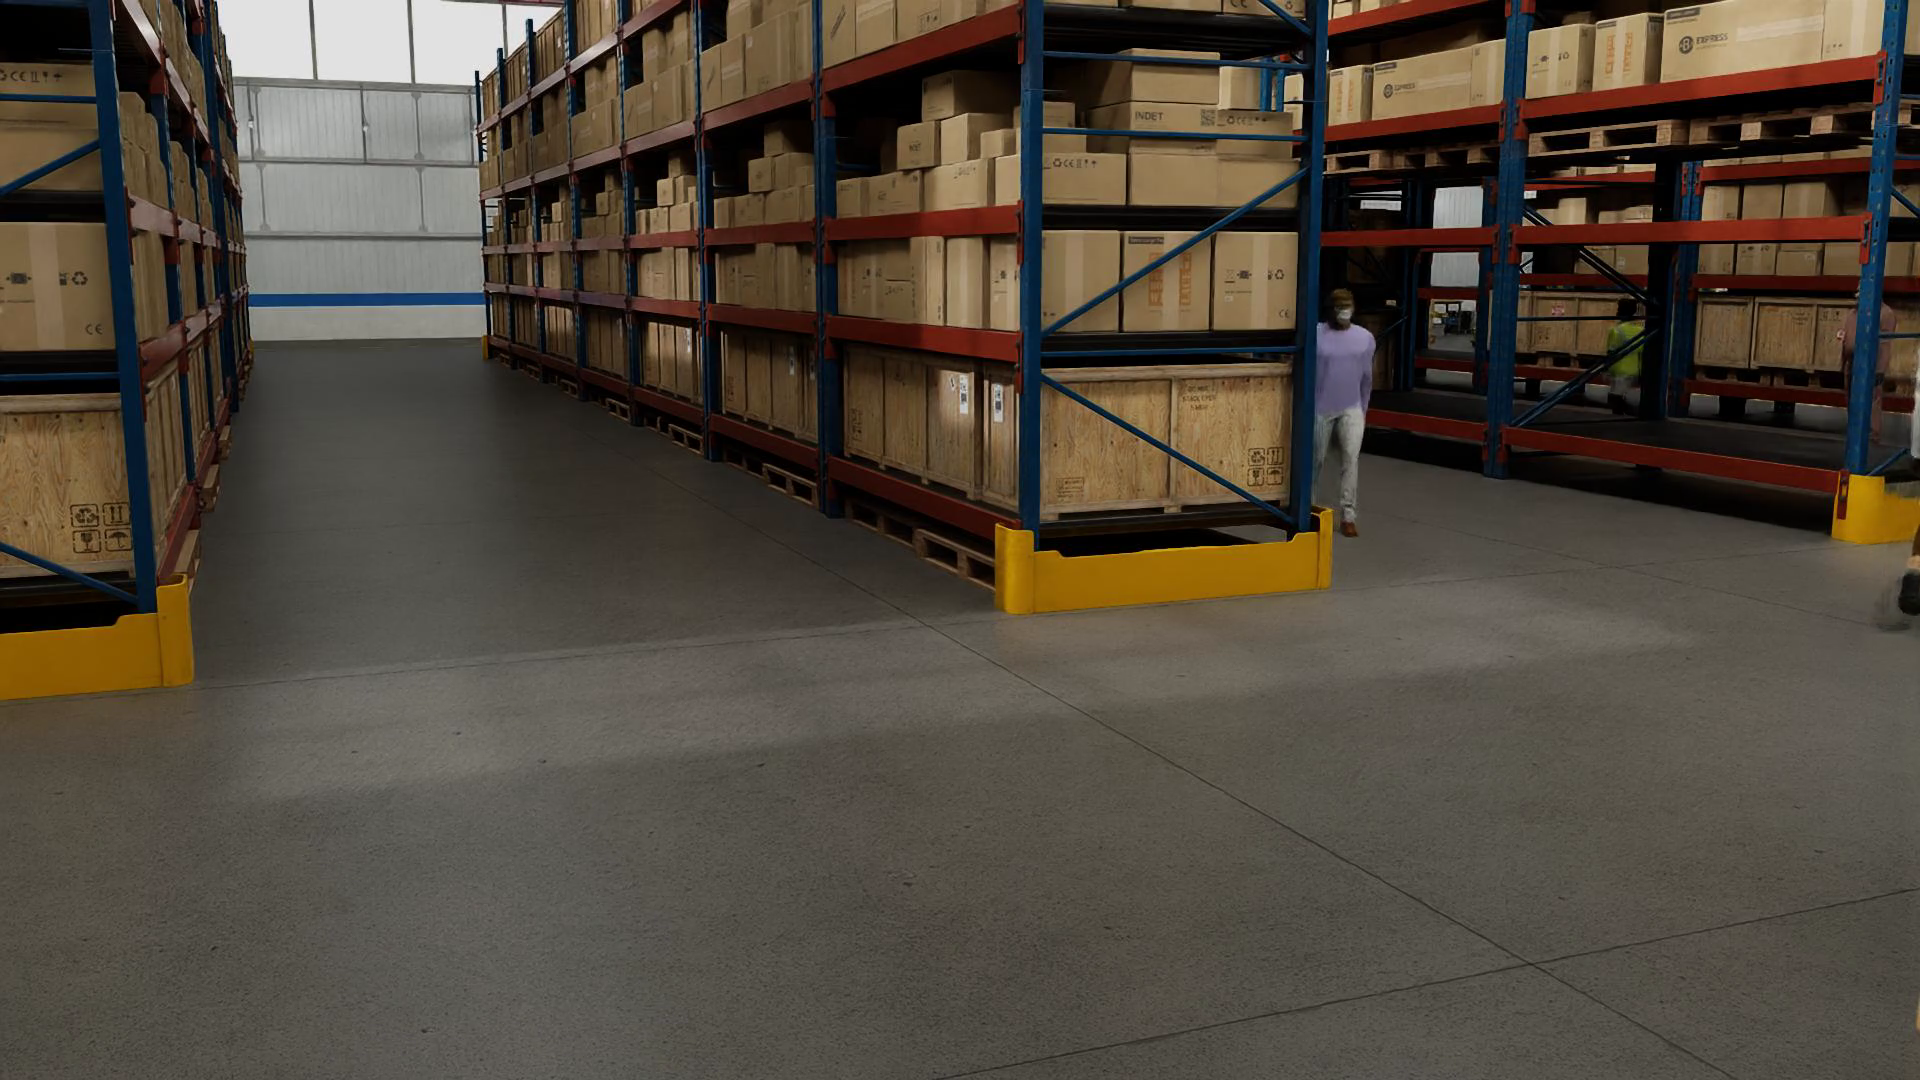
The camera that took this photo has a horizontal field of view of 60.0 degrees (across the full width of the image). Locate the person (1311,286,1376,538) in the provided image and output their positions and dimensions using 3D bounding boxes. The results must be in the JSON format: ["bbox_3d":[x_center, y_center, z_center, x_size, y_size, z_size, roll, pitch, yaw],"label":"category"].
[{"bbox_3d":[2.889,-1.016,12.902,0.635,1.911,0.967,-1,10,-4],"label":"person"}]

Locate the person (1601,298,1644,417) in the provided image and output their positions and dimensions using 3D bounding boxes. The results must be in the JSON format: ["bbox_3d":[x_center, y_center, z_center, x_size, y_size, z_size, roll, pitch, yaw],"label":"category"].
[{"bbox_3d":[7.685,-1.951,19.149,0.532,1.671,0.656,-5,11,-29],"label":"person"}]

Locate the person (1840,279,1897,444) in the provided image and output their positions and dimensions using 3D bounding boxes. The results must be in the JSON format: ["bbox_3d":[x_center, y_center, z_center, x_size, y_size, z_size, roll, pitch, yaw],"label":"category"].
[{"bbox_3d":[9.758,-1.865,17.988,0.398,1.900,0.635,-3,10,-15],"label":"person"}]

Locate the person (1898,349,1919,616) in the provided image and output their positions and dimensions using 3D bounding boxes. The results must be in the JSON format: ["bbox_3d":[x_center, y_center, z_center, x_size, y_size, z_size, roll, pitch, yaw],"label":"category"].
[{"bbox_3d":[5.709,-0.514,9.485,0.727,2.027,0.612,-8,12,-40],"label":"person"}]
